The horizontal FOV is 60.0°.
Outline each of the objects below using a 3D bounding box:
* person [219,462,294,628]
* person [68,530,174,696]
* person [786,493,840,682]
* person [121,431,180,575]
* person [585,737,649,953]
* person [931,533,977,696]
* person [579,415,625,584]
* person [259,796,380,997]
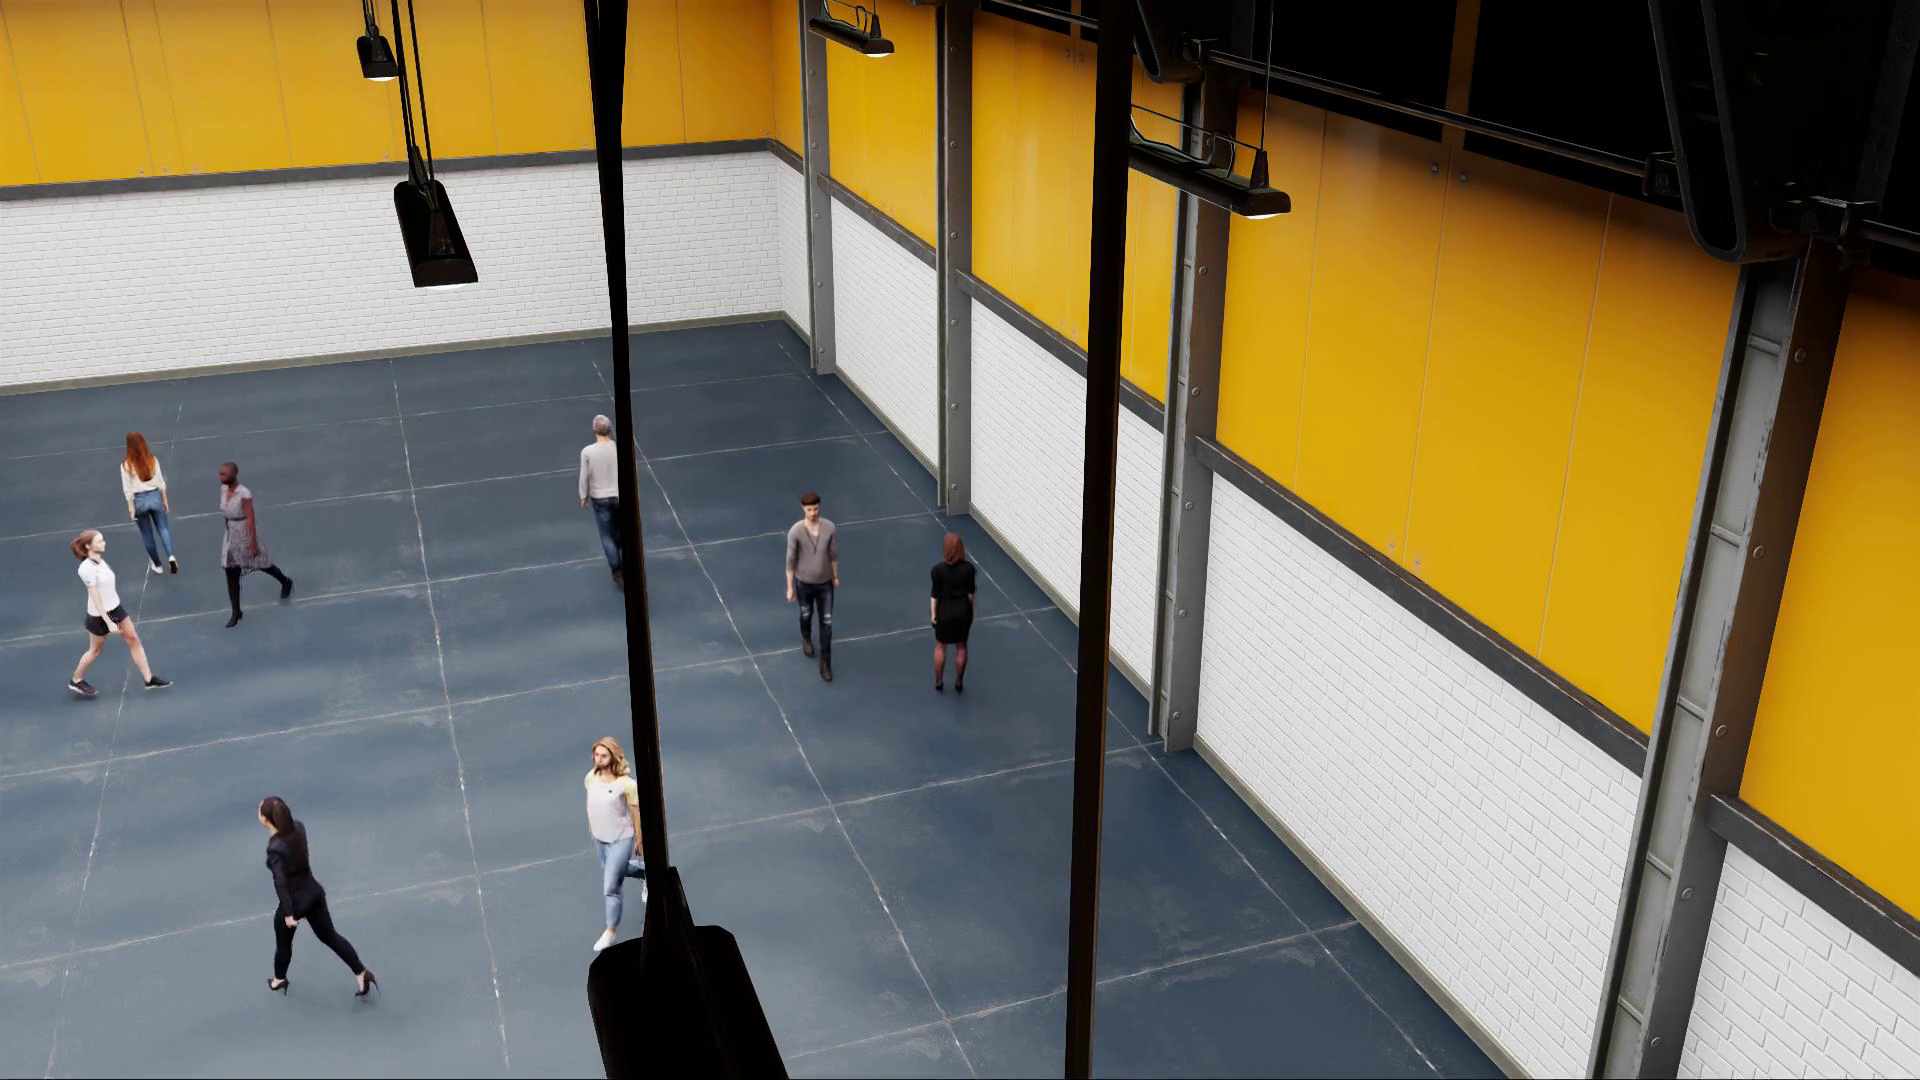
[{"bbox_3d":[-7.519,-0.001,17.653,1.131,1.748,1.191,11,26,23],"label":"person"},{"bbox_3d":[-8.305,0.751,15.980,0.897,1.710,1.161,0,24,-1],"label":"person"},{"bbox_3d":[-1.484,0.388,16.625,0.812,1.856,1.236,-5,24,-11],"label":"person"},{"bbox_3d":[-9.031,-0.367,18.531,0.760,1.714,0.962,-18,29,-35],"label":"person"},{"bbox_3d":[-2.571,2.226,12.614,1.073,1.701,1.134,11,26,23],"label":"person"},{"bbox_3d":[-0.038,0.733,16.030,0.642,1.702,0.610,-3,24,-7],"label":"person"},{"bbox_3d":[-3.884,-0.420,18.456,0.802,1.870,1.222,-10,26,-22],"label":"person"},{"bbox_3d":[-4.594,2.595,11.815,1.062,1.667,1.123,3,24,7],"label":"person"}]
